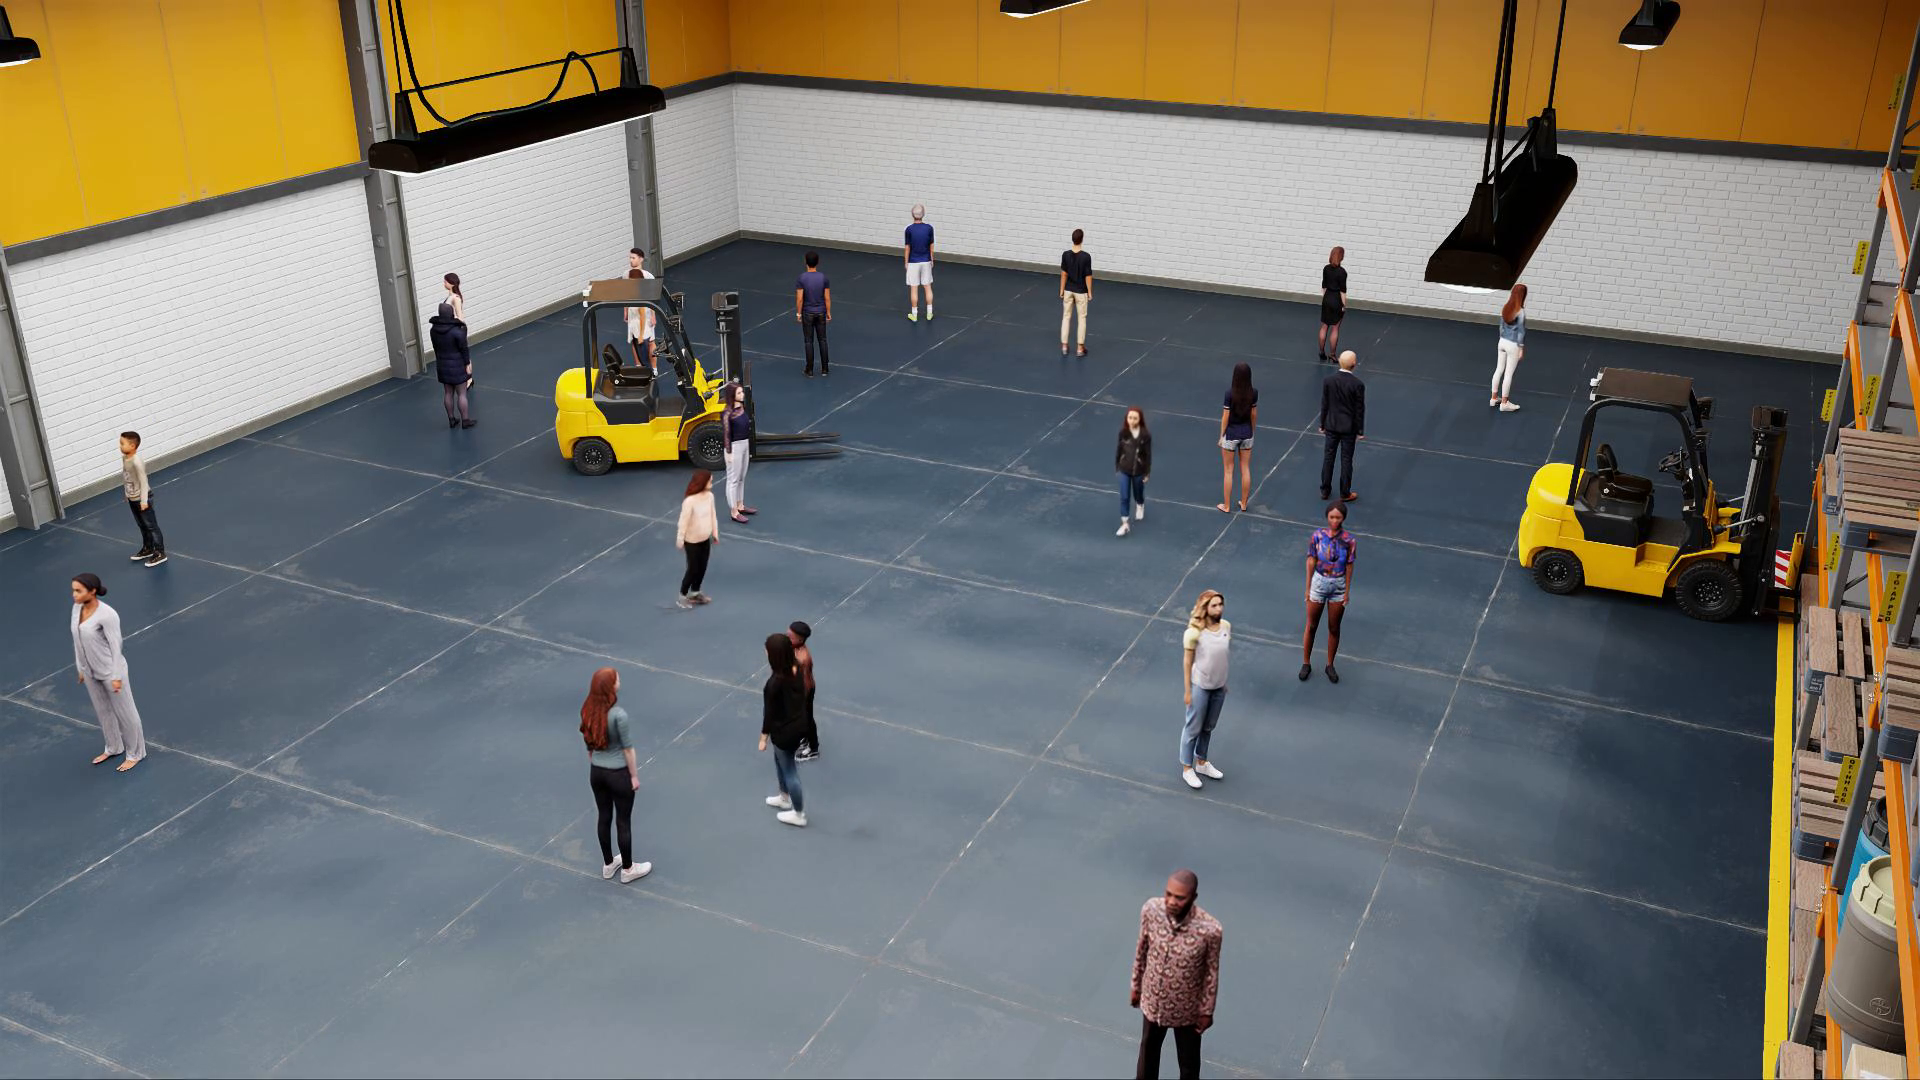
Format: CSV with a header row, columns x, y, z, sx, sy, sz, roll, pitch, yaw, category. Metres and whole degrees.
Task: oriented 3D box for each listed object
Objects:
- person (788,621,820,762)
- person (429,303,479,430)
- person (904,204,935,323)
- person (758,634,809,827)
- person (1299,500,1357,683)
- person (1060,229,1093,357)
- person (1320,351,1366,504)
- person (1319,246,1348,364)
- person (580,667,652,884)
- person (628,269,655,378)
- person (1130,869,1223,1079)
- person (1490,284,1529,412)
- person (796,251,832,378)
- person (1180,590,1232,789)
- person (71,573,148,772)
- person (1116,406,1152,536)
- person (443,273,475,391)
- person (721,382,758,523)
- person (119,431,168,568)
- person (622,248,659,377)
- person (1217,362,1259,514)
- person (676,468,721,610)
x,y,z,sx,sy,sz,roll,pitch,yaw,category
-1.321,1.251,14.008,0.633,1.252,0.580,-9,25,-20,person
-6.564,-2.258,21.506,0.703,1.675,0.688,7,25,15,person
-0.639,-4.363,26.120,0.715,1.838,0.759,-7,24,-15,person
-1.291,1.492,12.979,0.646,1.634,0.587,11,26,23,person
3.360,0.461,15.203,0.644,1.742,0.614,3,24,7,person
1.709,-3.646,24.460,0.626,1.852,0.533,10,26,22,person
4.402,-1.316,19.195,0.714,1.800,0.622,15,28,30,person
5.409,-3.418,24.121,0.652,1.707,0.656,-17,29,-33,person
-2.572,1.732,12.296,0.590,1.742,0.543,13,27,27,person
-4.342,-2.816,22.647,0.730,1.784,0.675,-9,25,-20,person
1.279,2.726,9.939,0.685,1.808,0.586,12,26,25,person
7.345,-2.587,22.229,0.737,1.700,0.674,-8,25,-18,person
-2.068,-3.200,23.517,0.708,1.792,0.753,-7,25,-16,person
1.996,1.189,13.562,0.653,1.723,0.769,-16,28,-33,person
-7.115,1.064,13.830,0.634,1.737,0.555,9,25,19,person
1.927,-0.801,18.434,0.627,1.467,0.865,7,25,16,person
-6.934,-2.881,22.965,0.667,1.649,0.634,-13,27,-27,person
-2.495,-1.005,18.724,0.684,1.608,0.511,7,25,15,person
-8.701,-0.462,17.660,0.591,1.465,0.575,18,29,35,person
-4.496,-3.201,23.439,0.676,1.854,0.531,11,26,23,person
3.152,-1.165,18.894,0.667,1.765,0.703,-5,24,-12,person
-2.675,-0.006,16.640,0.522,1.447,0.711,-21,31,-39,person
